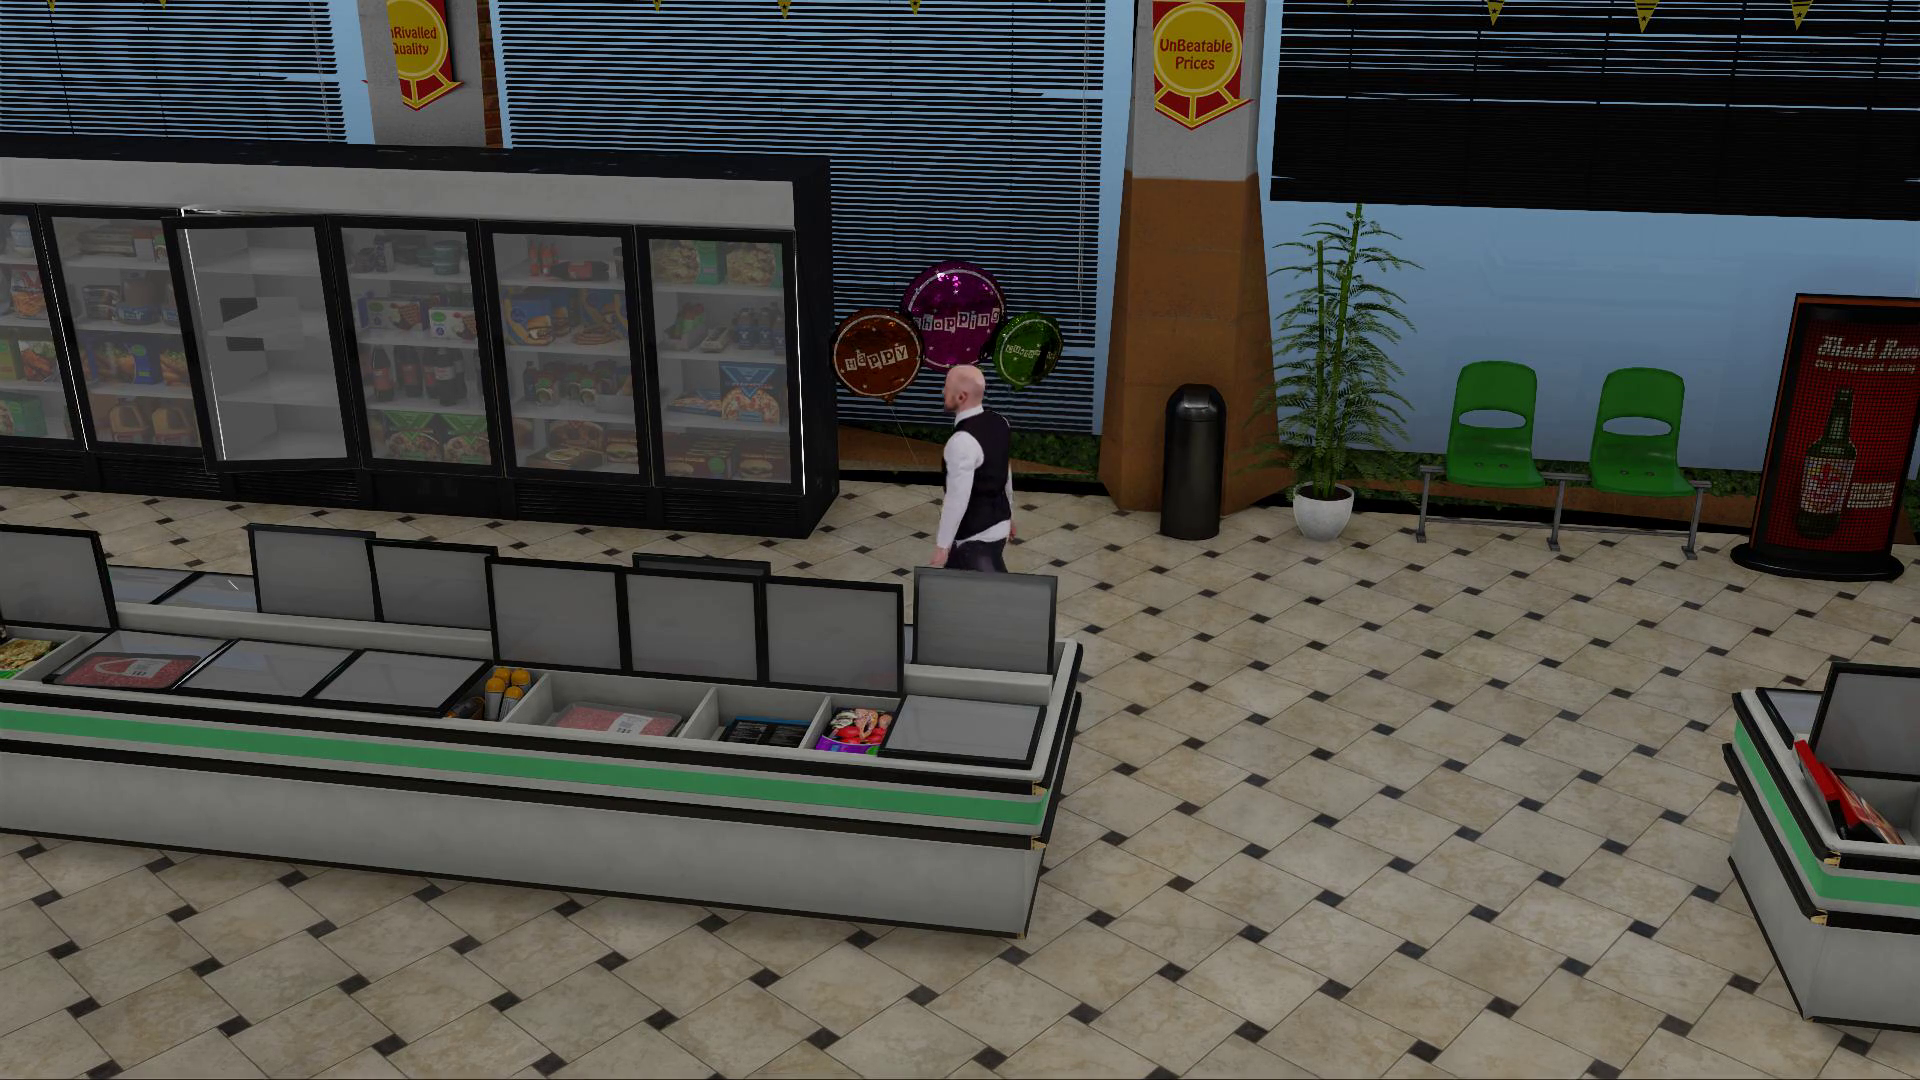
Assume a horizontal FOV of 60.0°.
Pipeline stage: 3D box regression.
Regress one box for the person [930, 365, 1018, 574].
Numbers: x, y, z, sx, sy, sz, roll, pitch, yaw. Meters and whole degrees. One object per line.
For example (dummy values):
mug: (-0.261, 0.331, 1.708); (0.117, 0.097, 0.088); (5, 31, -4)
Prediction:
person: (0.167, 0.048, 8.265); (1.282, 1.759, 0.826); (7, 23, 17)
